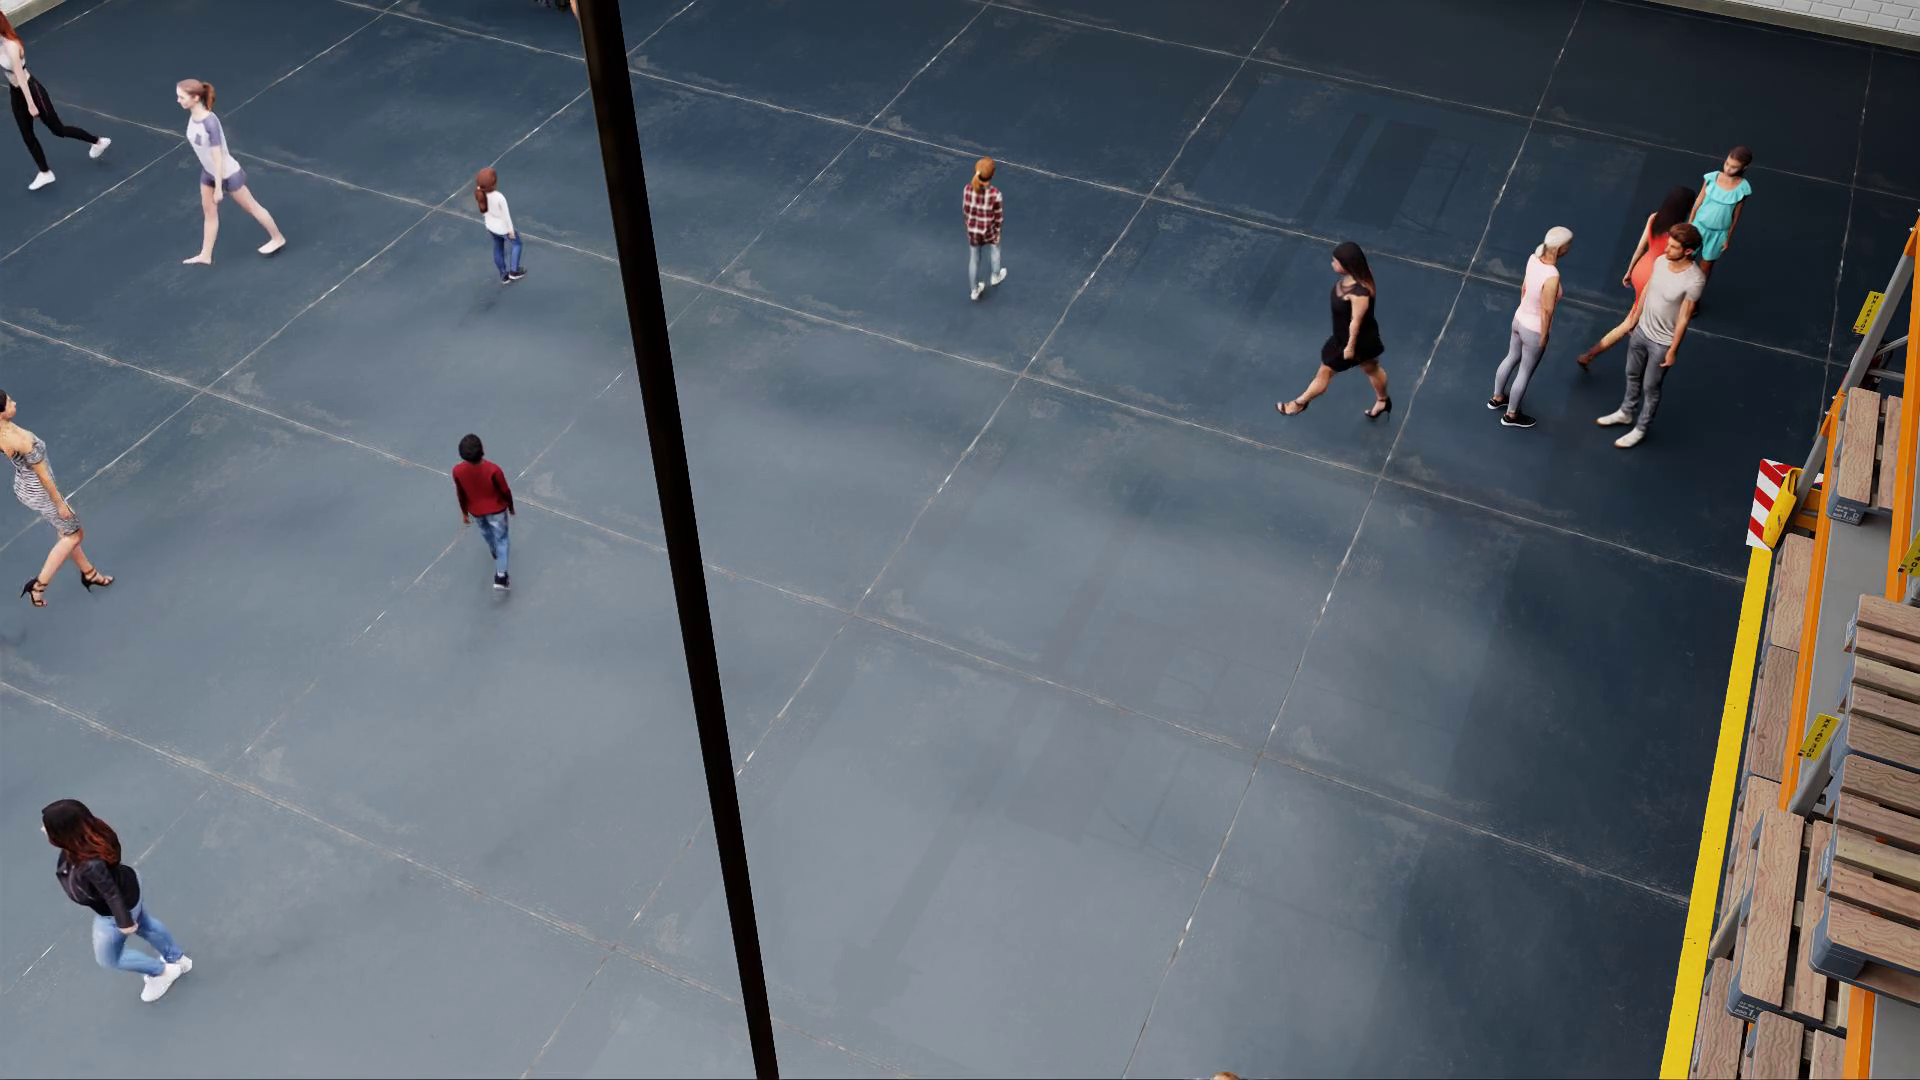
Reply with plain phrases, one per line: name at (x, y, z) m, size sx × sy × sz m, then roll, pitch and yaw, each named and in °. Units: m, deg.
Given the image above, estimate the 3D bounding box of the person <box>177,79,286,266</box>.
person at (-6.266, -3.176, 14.337) m, size 1.177 × 1.725 × 0.887 m, roll -32°, pitch 52°, yaw -29°

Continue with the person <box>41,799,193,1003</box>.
person at (-4.520, 1.928, 9.052) m, size 0.808 × 1.625 × 0.776 m, roll -20°, pitch 47°, yaw -20°

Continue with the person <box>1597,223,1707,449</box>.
person at (5.265, -1.552, 12.516) m, size 0.811 × 1.886 × 0.755 m, roll -15°, pitch 46°, yaw -15°

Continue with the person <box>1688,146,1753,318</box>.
person at (6.250, -2.595, 13.848) m, size 0.575 × 1.558 × 0.572 m, roll 25°, pitch 49°, yaw 24°

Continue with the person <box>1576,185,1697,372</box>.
person at (5.371, -1.999, 13.123) m, size 1.111 × 1.695 × 1.087 m, roll -12°, pitch 45°, yaw -13°

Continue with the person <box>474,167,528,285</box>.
person at (-3.983, -2.675, 14.260) m, size 0.455 × 1.106 × 0.477 m, roll 18°, pitch 46°, yaw 18°

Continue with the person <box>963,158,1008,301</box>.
person at (0.166, -2.603, 14.050) m, size 0.567 × 1.290 × 0.703 m, roll 12°, pitch 45°, yaw 13°

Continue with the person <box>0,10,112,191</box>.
person at (-8.482, -4.109, 15.324) m, size 1.133 × 1.714 × 0.777 m, roll -34°, pitch 53°, yaw -31°

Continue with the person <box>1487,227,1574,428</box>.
person at (4.371, -1.644, 12.730) m, size 0.711 × 1.723 × 0.634 m, roll -8°, pitch 44°, yaw -8°

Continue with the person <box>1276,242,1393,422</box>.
person at (3.076, -1.490, 12.634) m, size 0.895 × 1.634 × 1.129 m, roll 10°, pitch 45°, yaw 10°

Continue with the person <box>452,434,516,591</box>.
person at (-3.292, -0.192, 11.551) m, size 0.733 × 1.247 × 0.921 m, roll 0°, pitch 44°, yaw 0°

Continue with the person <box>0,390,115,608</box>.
person at (-6.253, -0.237, 11.192) m, size 0.714 × 1.807 × 0.895 m, roll 29°, pitch 51°, yaw 27°
